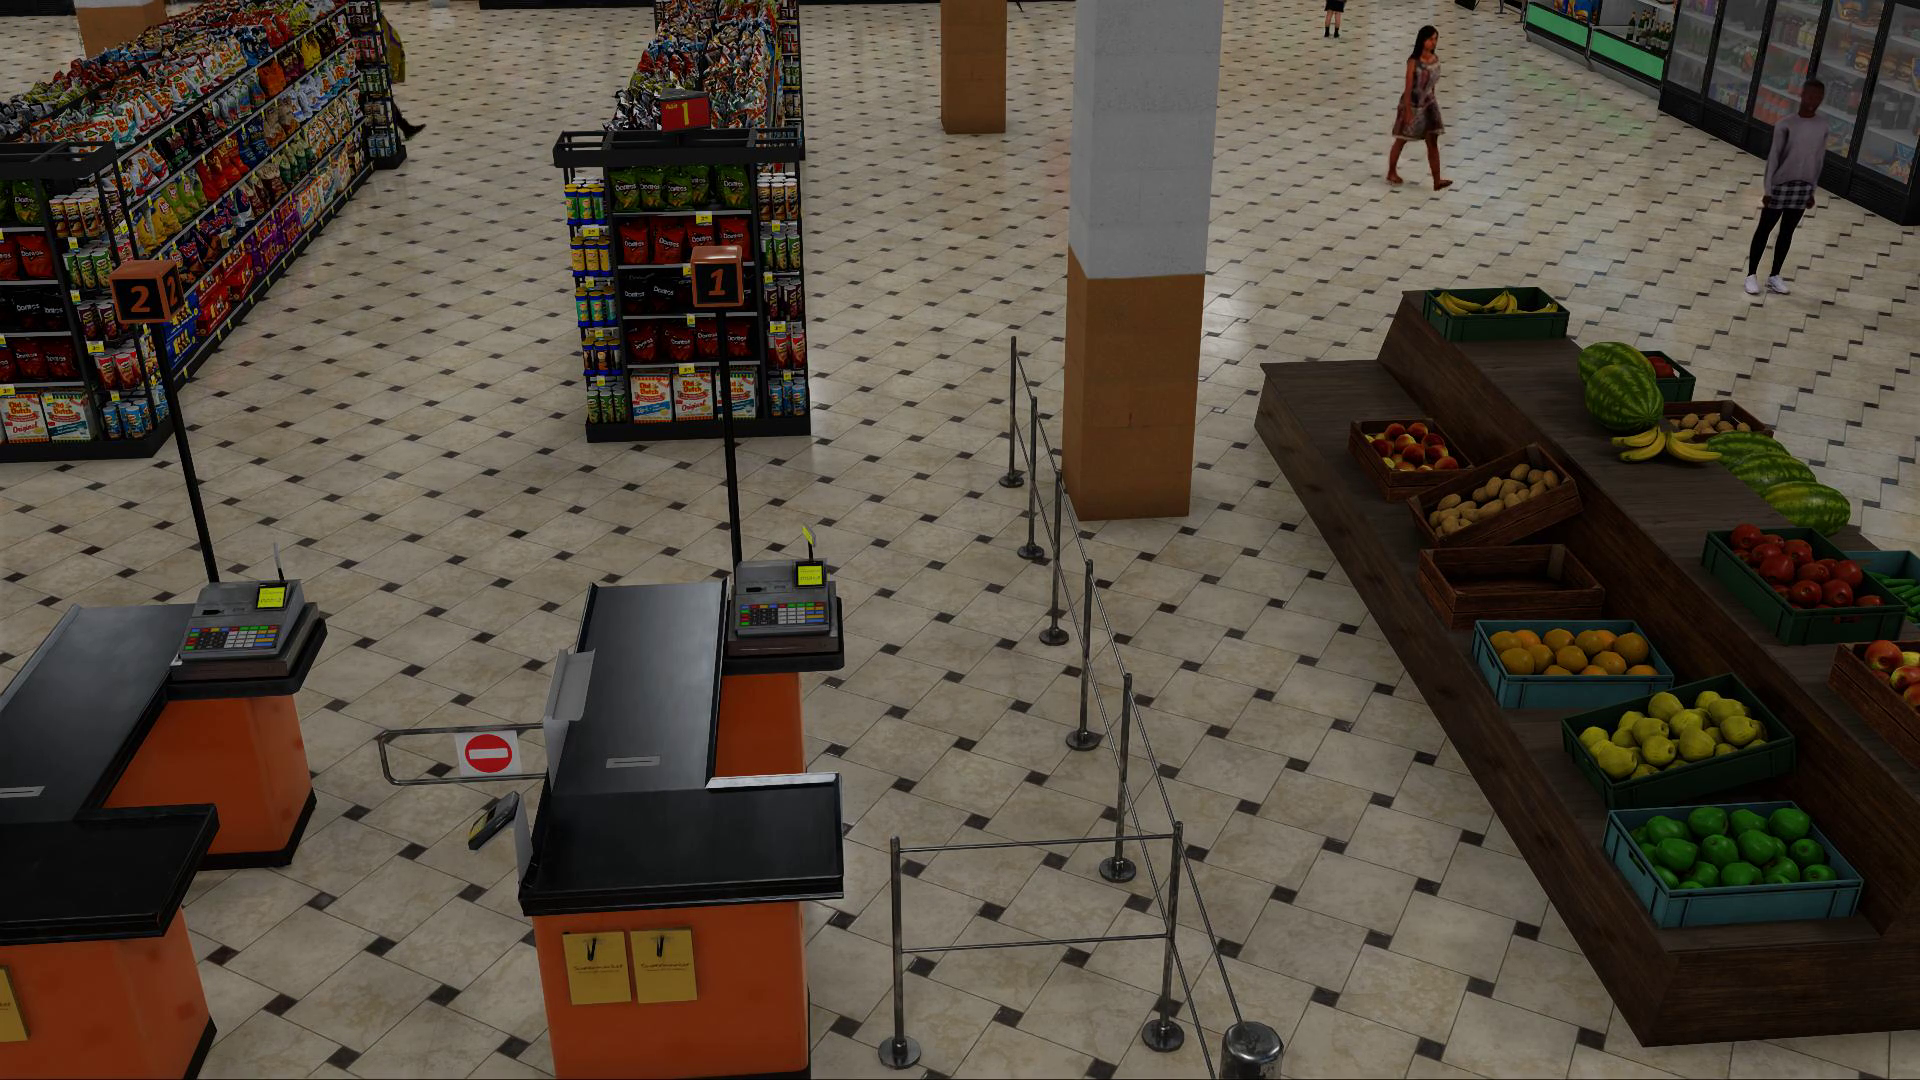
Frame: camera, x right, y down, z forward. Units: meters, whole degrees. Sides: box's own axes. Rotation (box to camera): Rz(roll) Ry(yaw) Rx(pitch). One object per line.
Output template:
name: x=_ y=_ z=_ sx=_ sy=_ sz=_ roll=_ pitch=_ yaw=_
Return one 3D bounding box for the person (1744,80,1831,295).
person: x=6.917 y=-2.949 z=13.890 sx=0.626 sy=1.773 sz=0.553 roll=0 pitch=27 yaw=0

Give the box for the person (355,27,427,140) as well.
person: x=-6.673 y=-5.224 z=18.399 sx=0.723 sy=1.751 sz=0.979 roll=-3 pitch=27 yaw=-7

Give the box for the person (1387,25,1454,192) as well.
person: x=4.584 y=-4.376 z=16.890 sx=0.931 sy=1.604 sz=1.182 roll=-14 pitch=30 yaw=-25

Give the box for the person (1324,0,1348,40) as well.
person: x=5.550 y=-7.996 z=24.578 sx=0.525 sy=1.106 sz=0.542 roll=9 pitch=28 yaw=17
